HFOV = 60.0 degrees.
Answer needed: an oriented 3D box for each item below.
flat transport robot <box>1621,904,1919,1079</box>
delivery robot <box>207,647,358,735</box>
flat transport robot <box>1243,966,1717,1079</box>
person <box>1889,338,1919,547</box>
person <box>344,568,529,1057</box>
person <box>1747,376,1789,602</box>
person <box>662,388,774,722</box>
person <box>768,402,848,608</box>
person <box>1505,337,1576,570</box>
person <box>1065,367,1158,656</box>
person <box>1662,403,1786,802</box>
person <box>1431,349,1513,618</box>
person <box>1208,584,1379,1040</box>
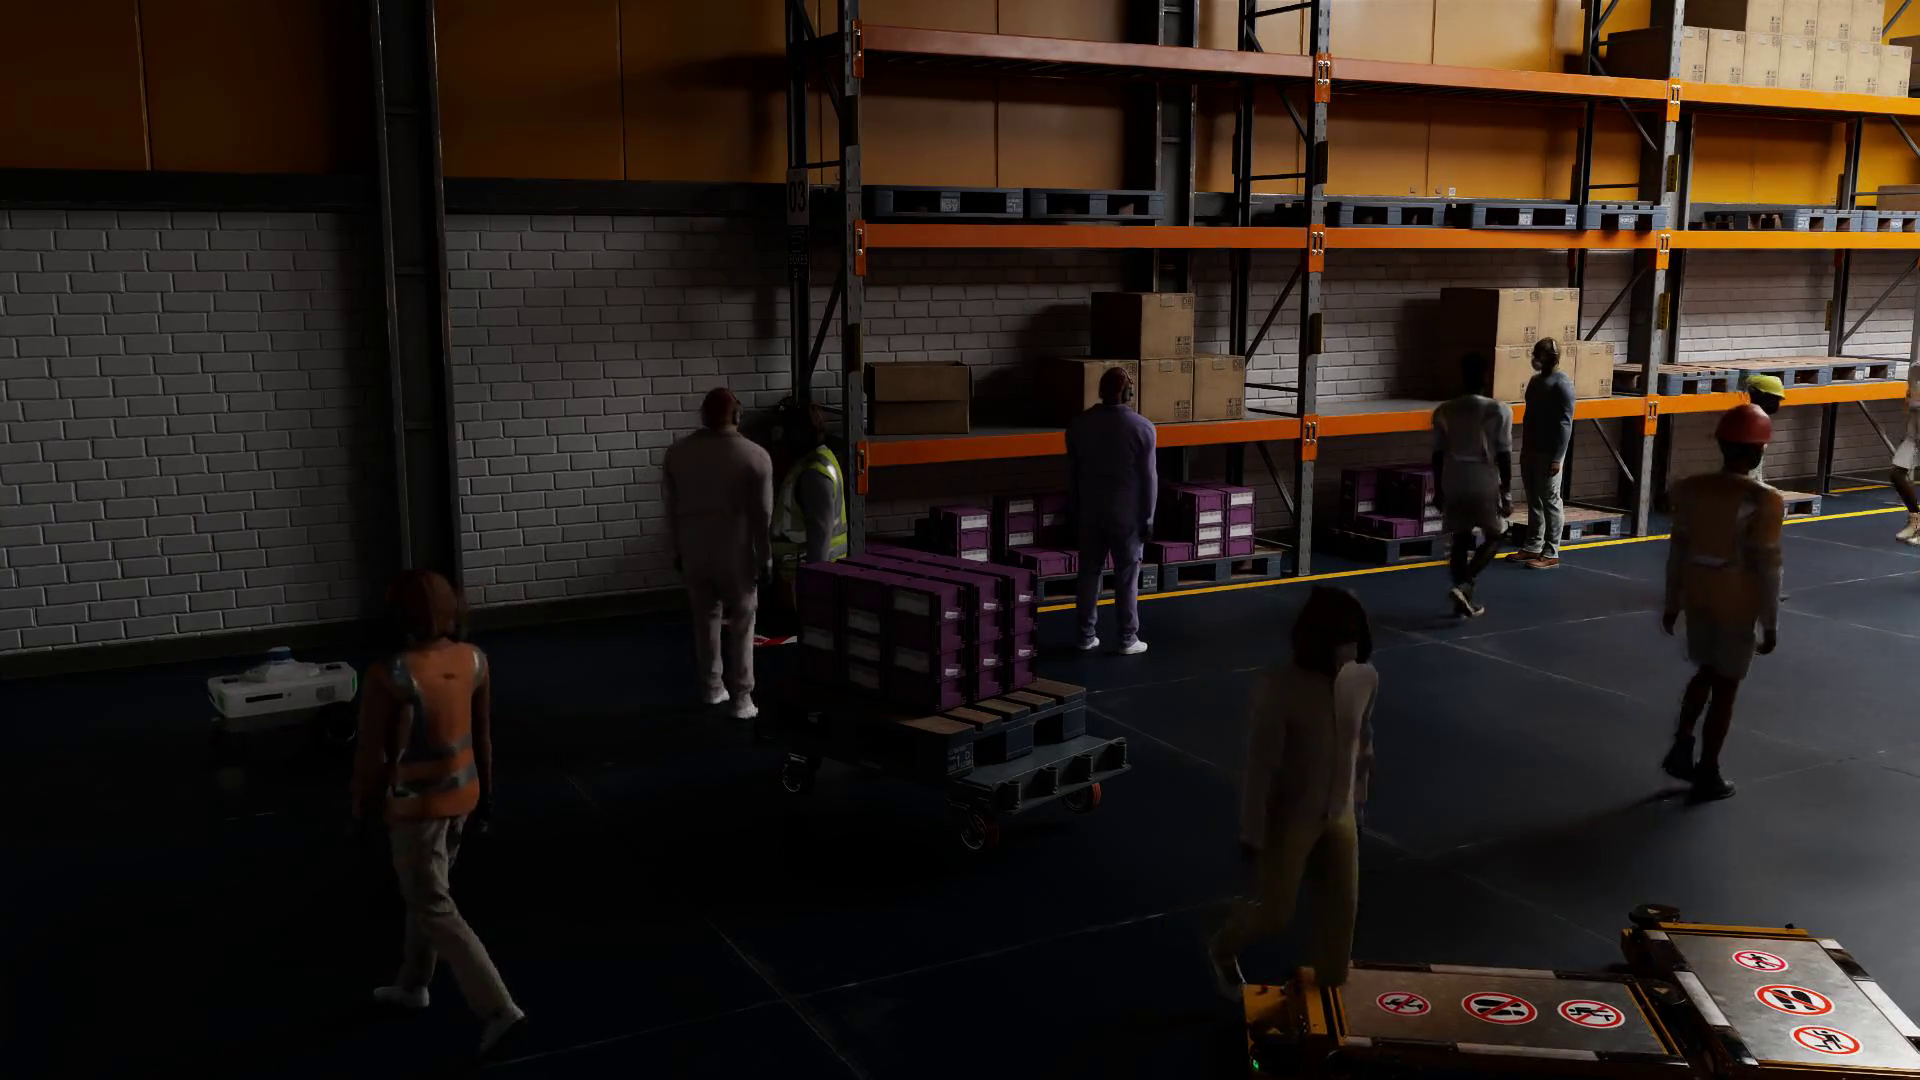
[{"bbox_3d":[2.708,1.570,5.493,0.652,0.197,1.431,1,10,7],"label":"flat transport robot"},{"bbox_3d":[-3.578,0.809,8.792,0.707,0.478,0.477,-6,12,-32],"label":"delivery robot"},{"bbox_3d":[1.648,1.594,5.356,1.431,0.197,0.652,1,10,8],"label":"flat transport robot"},{"bbox_3d":[8.634,-0.933,14.861,0.470,2.022,0.634,-3,10,-17],"label":"person"},{"bbox_3d":[-1.735,0.889,5.549,0.794,1.610,0.510,5,11,25],"label":"person"},{"bbox_3d":[5.893,-0.372,12.499,0.854,1.718,0.545,5,11,27],"label":"person"},{"bbox_3d":[-1.366,0.083,9.518,0.671,1.886,0.542,2,10,11],"label":"person"},{"bbox_3d":[-0.825,0.168,9.059,0.429,1.839,0.630,-1,10,-5],"label":"person"},{"bbox_3d":[4.873,-0.724,13.905,0.372,1.940,0.632,-2,10,-10],"label":"person"},{"bbox_3d":[1.006,-0.186,10.937,0.633,1.899,0.401,5,11,27],"label":"person"},{"bbox_3d":[3.673,0.308,7.983,0.427,1.926,0.565,-6,12,-32],"label":"person"},{"bbox_3d":[3.646,-0.382,11.888,0.481,1.952,0.647,-9,14,-43],"label":"person"},{"bbox_3d":[1.099,0.900,5.525,0.531,1.601,0.643,-5,11,-28],"label":"person"}]
